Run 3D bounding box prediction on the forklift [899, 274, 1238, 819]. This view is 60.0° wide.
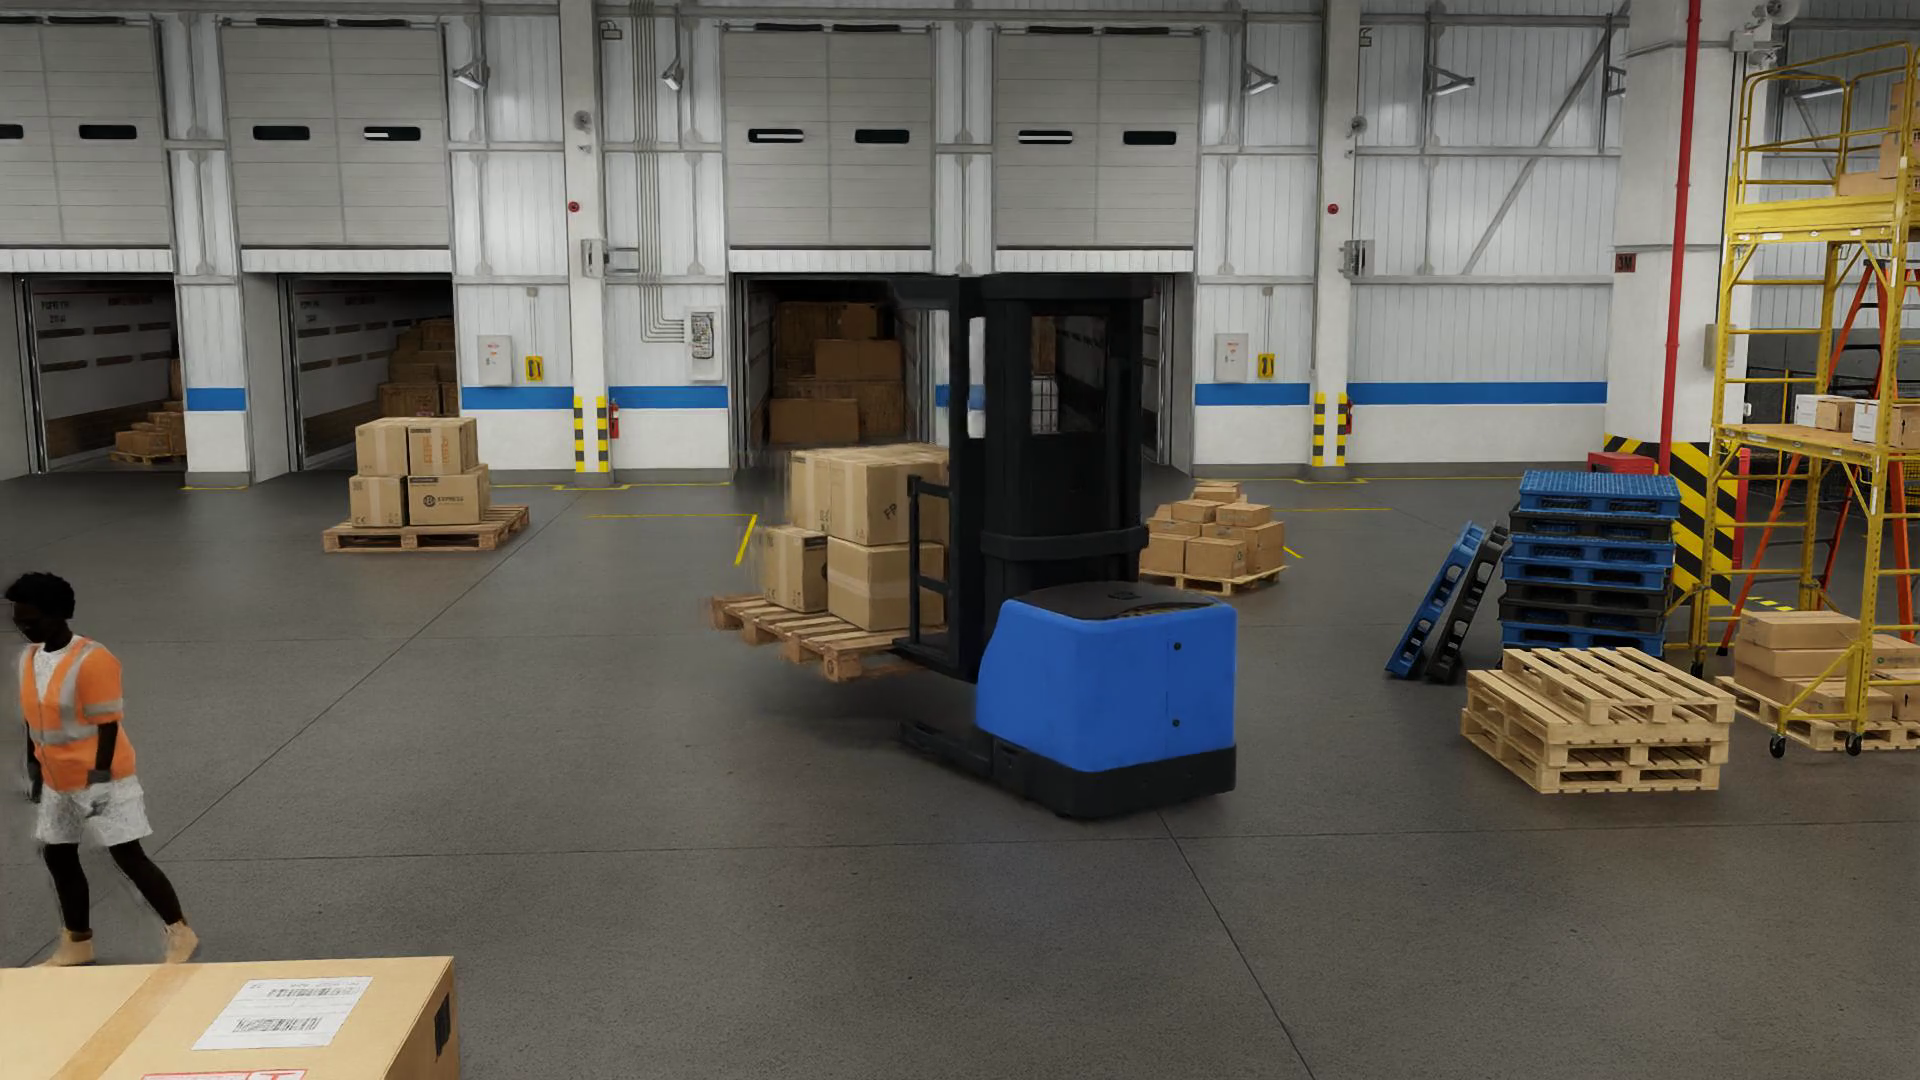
[{"bbox_3d":[0.593,-0.076,9.222,1.129,2.768,1.873,-5,11,-31],"label":"forklift"}]

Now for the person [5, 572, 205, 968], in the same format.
[{"bbox_3d":[-3.425,0.940,6.610,0.701,1.677,0.480,4,10,25],"label":"person"}]

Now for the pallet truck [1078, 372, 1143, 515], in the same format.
[{"bbox_3d":[2.088,-0.836,16.757,1.885,1.965,0.823,2,9,13],"label":"pallet truck"}]
